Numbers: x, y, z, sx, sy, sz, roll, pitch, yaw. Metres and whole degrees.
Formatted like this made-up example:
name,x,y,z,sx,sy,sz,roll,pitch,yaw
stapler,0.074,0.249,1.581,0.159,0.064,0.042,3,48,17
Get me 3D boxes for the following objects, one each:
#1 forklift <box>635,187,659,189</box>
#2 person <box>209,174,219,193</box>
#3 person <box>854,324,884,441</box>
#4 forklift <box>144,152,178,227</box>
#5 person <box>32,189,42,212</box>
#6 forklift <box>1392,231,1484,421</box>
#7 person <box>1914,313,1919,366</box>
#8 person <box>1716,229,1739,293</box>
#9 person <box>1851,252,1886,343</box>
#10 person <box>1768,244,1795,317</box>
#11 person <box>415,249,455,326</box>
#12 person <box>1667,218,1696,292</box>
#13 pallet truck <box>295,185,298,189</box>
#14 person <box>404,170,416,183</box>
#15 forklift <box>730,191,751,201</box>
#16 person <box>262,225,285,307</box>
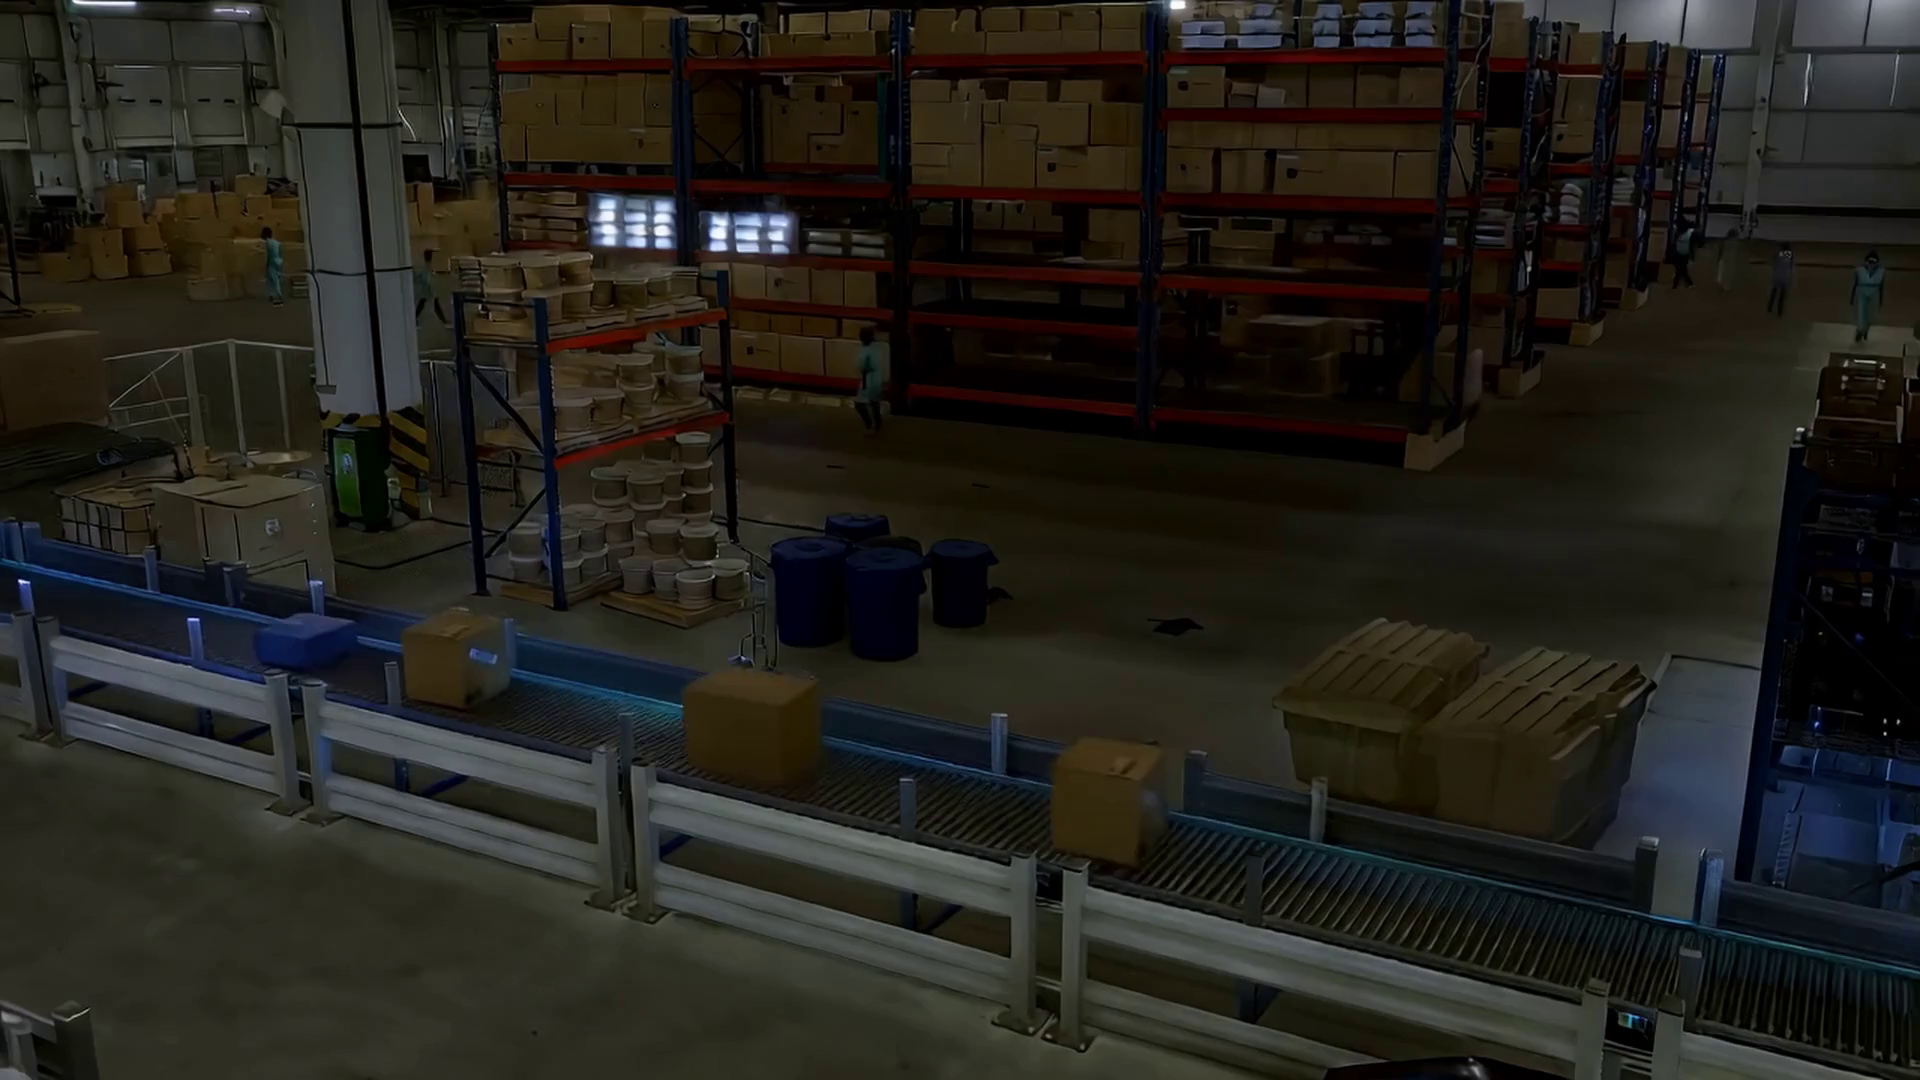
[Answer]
name,x,y,z,sx,sy,sz,roll,pitch,yaw
forklift,-11.434,-12.668,60.724,1.129,2.768,1.873,-1,15,-3
person,-32.131,-14.950,71.679,0.514,1.639,0.309,9,17,29
person,-1.286,-2.238,23.804,0.379,1.683,0.547,9,17,29
forklift,-30.070,-13.240,62.873,1.873,2.768,1.129,8,17,28
person,-32.078,-11.378,58.087,0.830,1.706,0.512,0,15,-2
forklift,7.030,-3.292,25.477,1.873,2.768,1.129,8,17,28
person,15.568,-3.111,26.687,0.509,1.887,0.661,-1,15,-3
person,19.355,-7.038,41.962,0.523,1.618,0.415,11,19,36
person,18.222,-4.868,33.404,0.600,1.828,0.449,5,16,18
person,18.538,-5.872,37.576,0.522,1.619,0.450,4,15,14
person,-11.454,-5.442,35.913,0.897,1.646,0.548,-10,18,-32
person,18.494,-7.274,42.419,0.959,1.861,0.640,-6,16,-23
pallet truck,-26.804,-14.617,69.738,1.885,1.965,0.823,-14,20,-42
person,-22.934,-14.431,69.194,0.627,1.912,0.691,0,15,1
forklift,-6.786,-10.188,51.400,1.129,2.768,1.873,8,17,27
person,-16.228,-6.478,39.329,0.389,1.908,0.584,-3,15,-10
